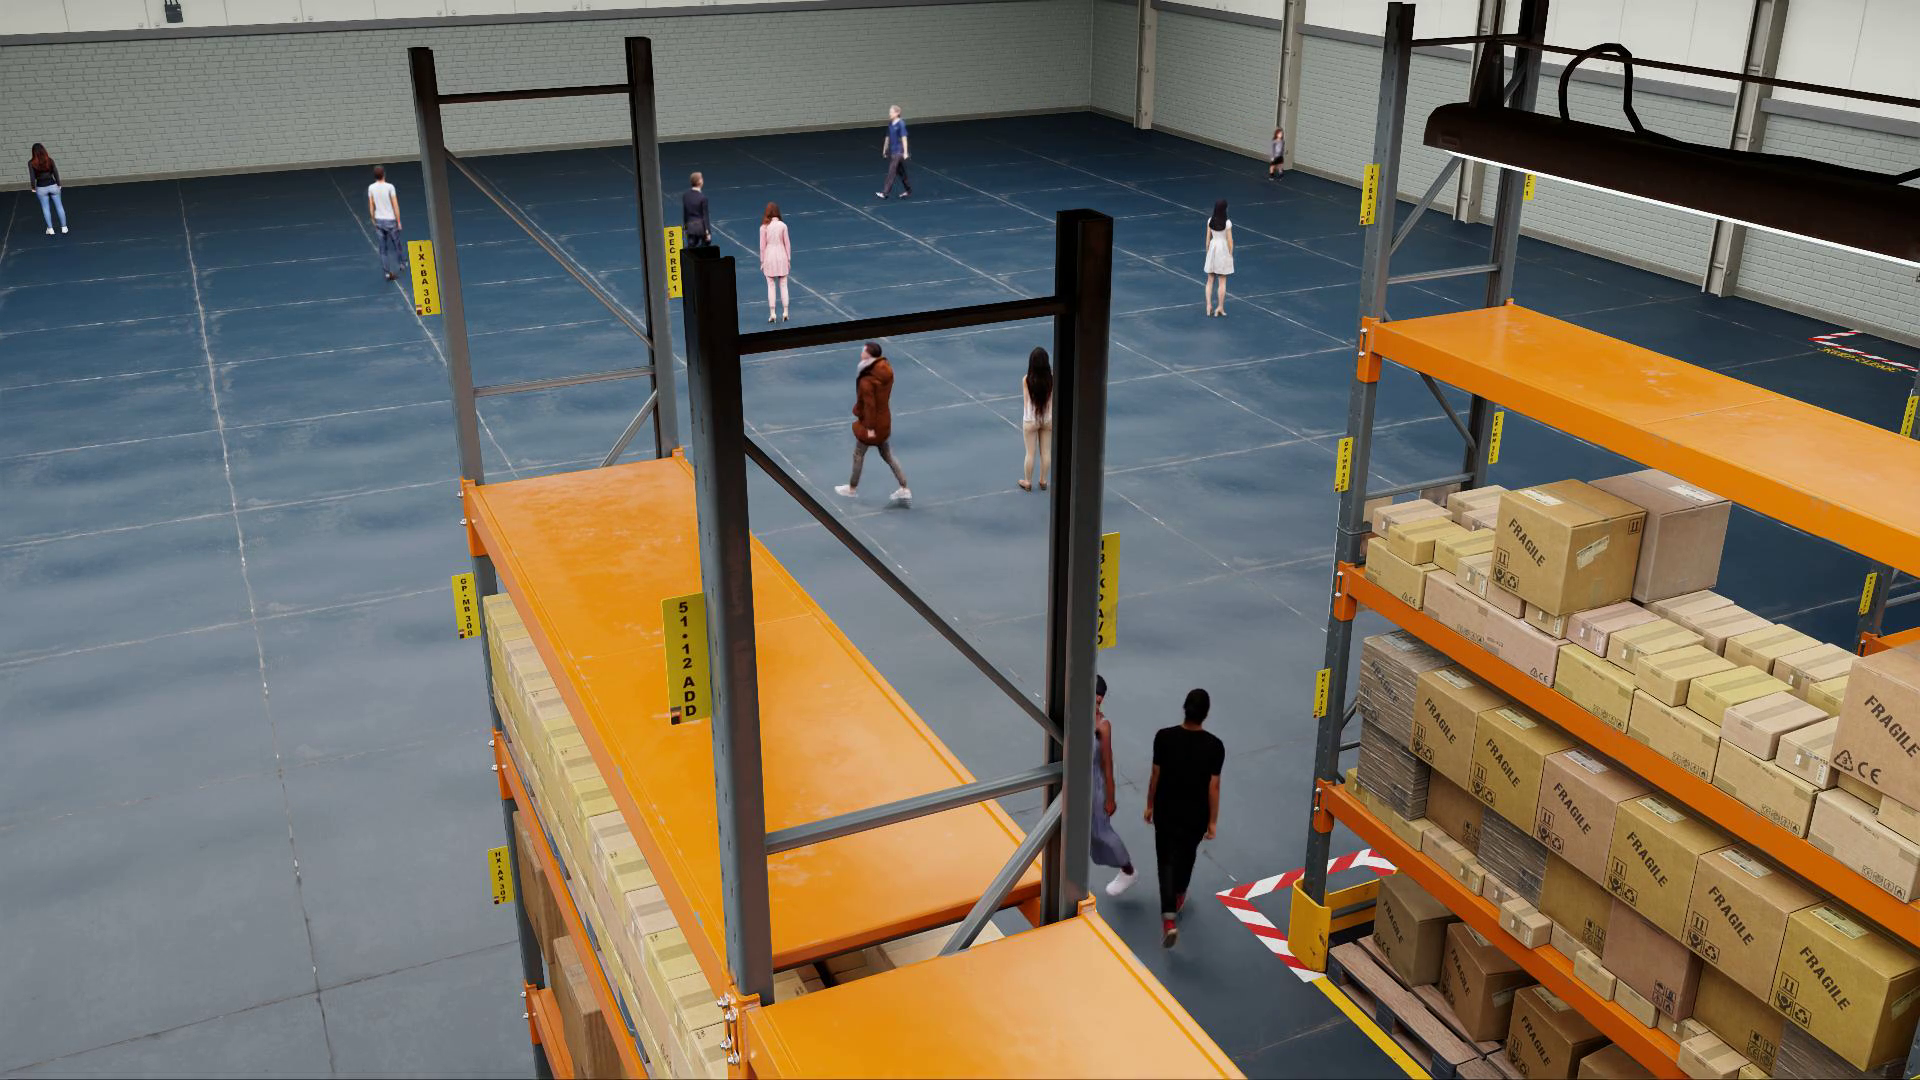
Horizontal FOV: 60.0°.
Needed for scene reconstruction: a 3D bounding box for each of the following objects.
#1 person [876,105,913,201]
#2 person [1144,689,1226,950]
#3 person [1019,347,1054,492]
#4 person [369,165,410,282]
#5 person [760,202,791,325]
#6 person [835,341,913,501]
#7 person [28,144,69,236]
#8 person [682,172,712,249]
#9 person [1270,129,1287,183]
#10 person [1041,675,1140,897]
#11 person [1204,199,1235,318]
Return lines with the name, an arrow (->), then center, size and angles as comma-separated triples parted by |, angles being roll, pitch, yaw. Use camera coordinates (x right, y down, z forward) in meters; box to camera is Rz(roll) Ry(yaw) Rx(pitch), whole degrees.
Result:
person -> -1.194, -7.720, 33.238 | 0.903, 1.818, 1.161 | -16, 28, -34
person -> 1.453, 1.840, 10.880 | 1.051, 1.721, 1.183 | 4, 23, 9
person -> 0.870, -1.327, 18.415 | 0.624, 1.653, 0.569 | -10, 25, -23
person -> -9.406, -5.156, 27.187 | 0.918, 1.835, 1.175 | -2, 23, -4
person -> -2.758, -4.142, 24.845 | 0.654, 1.802, 0.587 | -5, 24, -12
person -> -0.846, -1.227, 17.998 | 1.263, 1.795, 1.142 | 11, 25, 24
person -> -16.715, -6.439, 30.455 | 0.688, 1.638, 0.634 | -17, 28, -35
person -> -4.304, -5.032, 26.954 | 1.142, 1.790, 1.147 | 12, 26, 25
person -> 6.672, -8.128, 35.140 | 0.537, 1.080, 0.779 | -8, 24, -17
person -> 0.920, 1.674, 11.326 | 0.892, 1.678, 0.860 | -13, 26, -27
person -> 3.919, -4.274, 25.192 | 0.729, 1.773, 0.822 | 16, 28, 34
